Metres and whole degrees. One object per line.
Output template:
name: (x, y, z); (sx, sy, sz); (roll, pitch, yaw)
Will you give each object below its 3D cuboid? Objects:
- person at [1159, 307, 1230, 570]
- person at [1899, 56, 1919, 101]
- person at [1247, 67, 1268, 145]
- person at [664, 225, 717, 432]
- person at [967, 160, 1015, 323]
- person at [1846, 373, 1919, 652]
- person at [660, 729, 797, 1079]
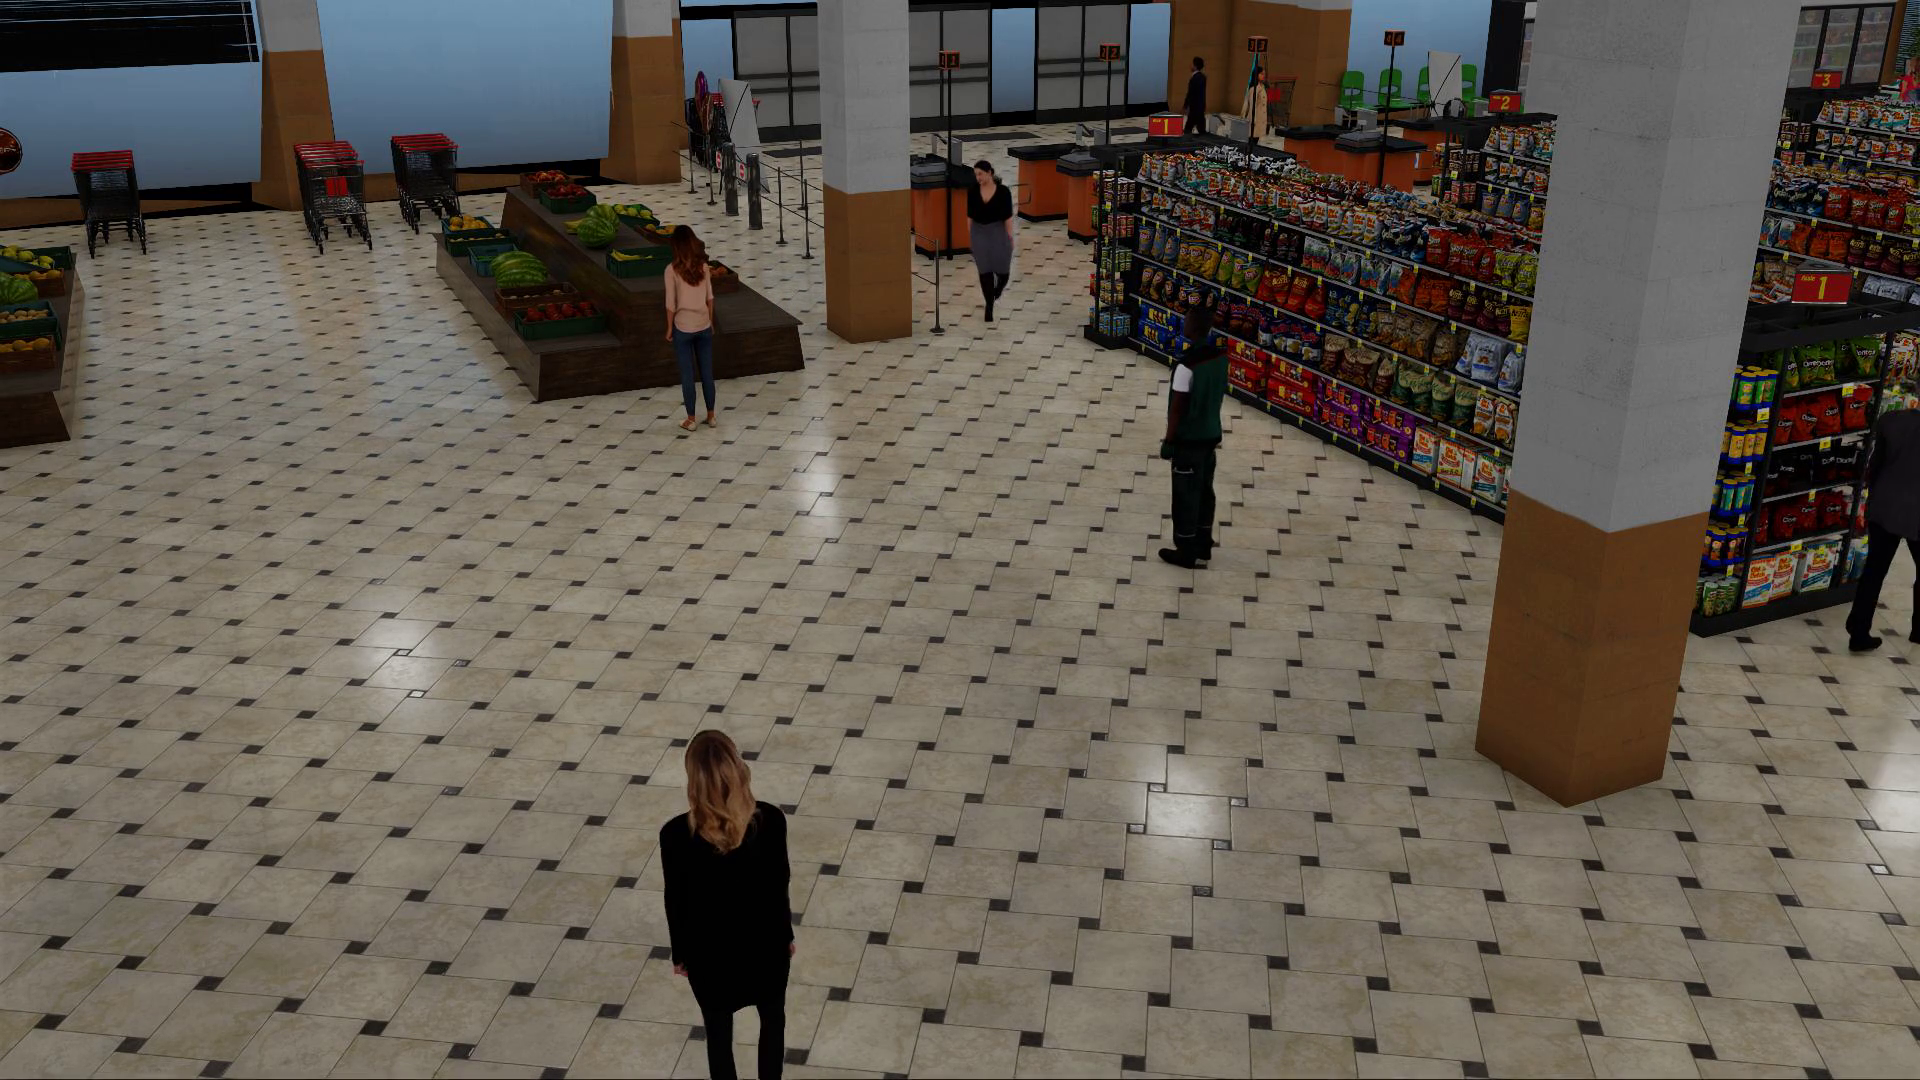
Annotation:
person: (1.636, -0.710, 11.538); (0.743, 1.839, 0.778); (17, 28, 37)
person: (15.928, -7.242, 27.942); (0.604, 1.728, 0.583); (-6, 23, -15)
person: (4.758, -6.762, 26.810); (0.732, 1.682, 0.707); (11, 24, 25)
person: (-2.318, -1.829, 14.390); (0.593, 1.789, 0.529); (-11, 24, -26)
person: (0.341, -3.236, 17.977); (0.962, 1.725, 1.049); (4, 22, 11)
person: (5.733, -0.145, 10.172); (0.846, 1.810, 0.938); (-12, 25, -28)
person: (-0.804, 1.547, 5.994); (0.708, 1.784, 0.825); (-4, 22, -11)
